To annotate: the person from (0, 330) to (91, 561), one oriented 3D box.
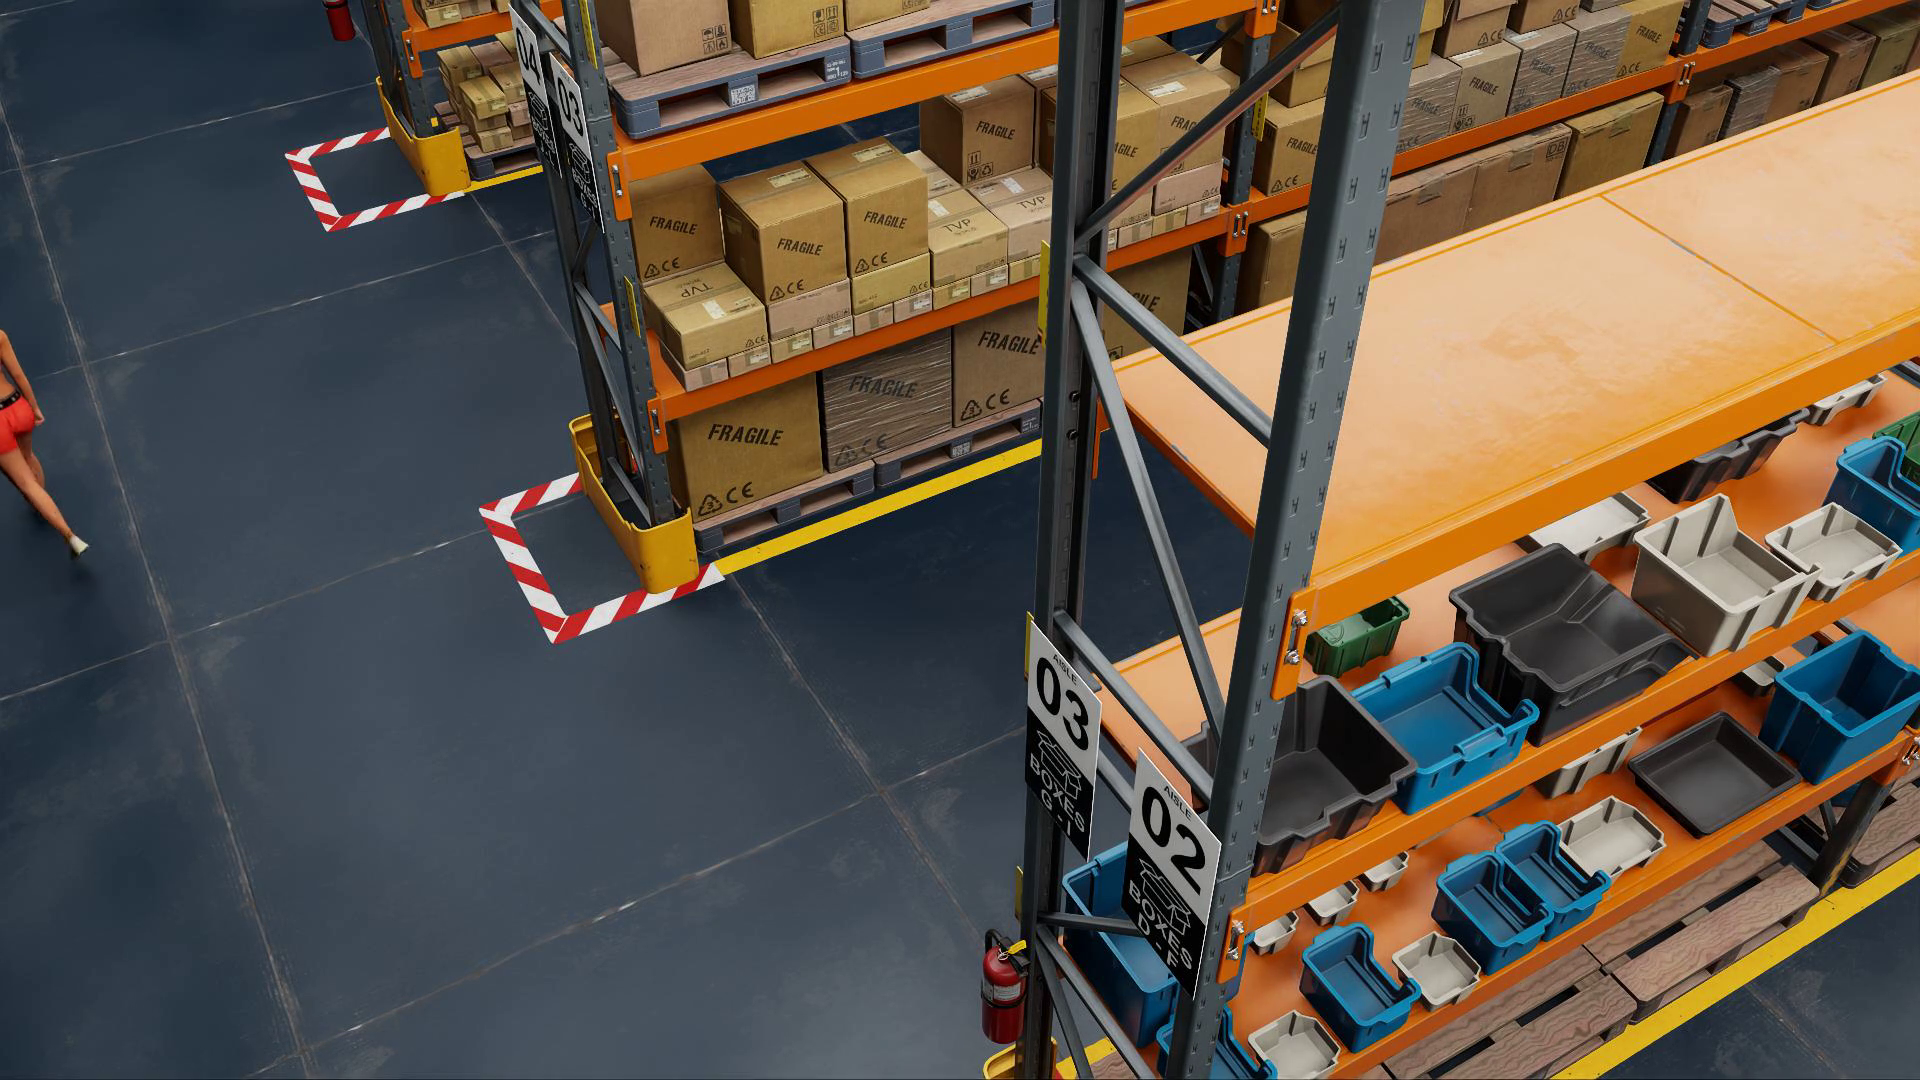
[{"bbox_3d":[-5.430,-0.624,9.493,0.920,1.756,1.146,29,50,27],"label":"person"}]
